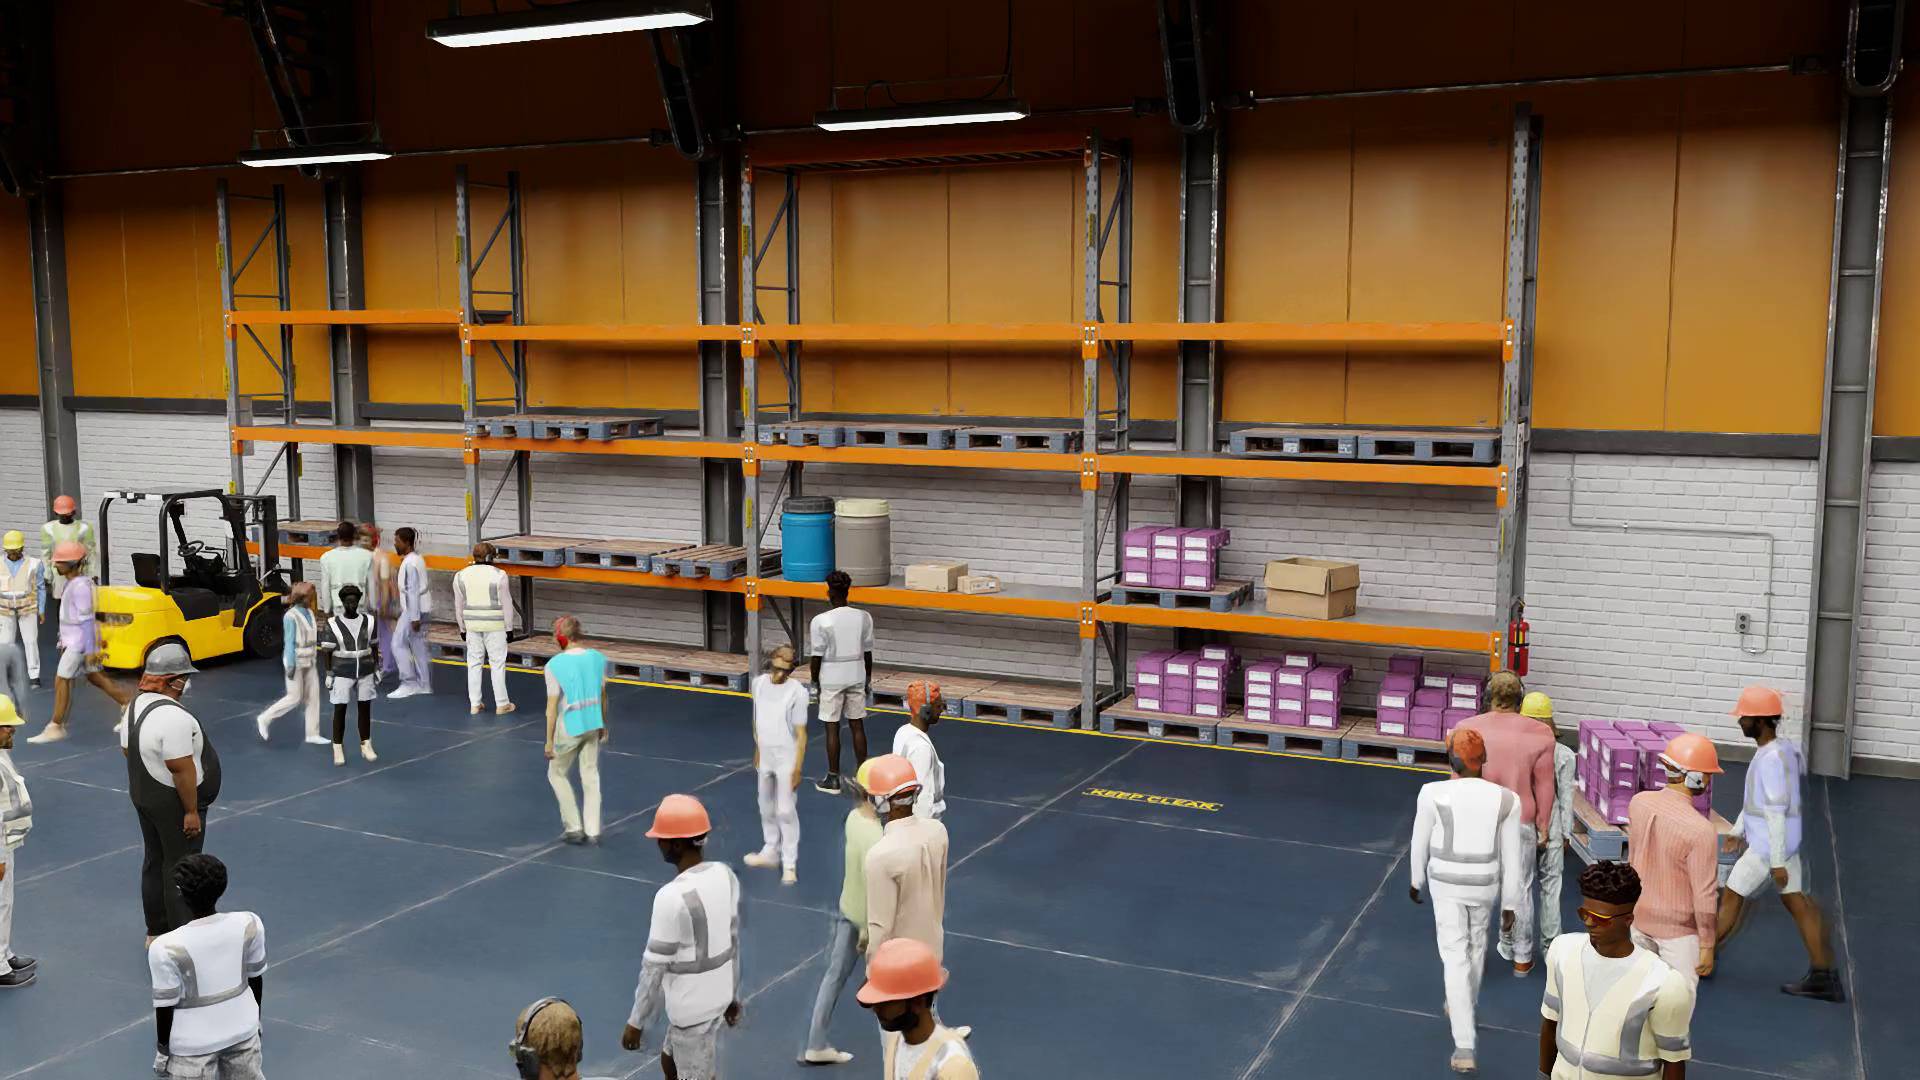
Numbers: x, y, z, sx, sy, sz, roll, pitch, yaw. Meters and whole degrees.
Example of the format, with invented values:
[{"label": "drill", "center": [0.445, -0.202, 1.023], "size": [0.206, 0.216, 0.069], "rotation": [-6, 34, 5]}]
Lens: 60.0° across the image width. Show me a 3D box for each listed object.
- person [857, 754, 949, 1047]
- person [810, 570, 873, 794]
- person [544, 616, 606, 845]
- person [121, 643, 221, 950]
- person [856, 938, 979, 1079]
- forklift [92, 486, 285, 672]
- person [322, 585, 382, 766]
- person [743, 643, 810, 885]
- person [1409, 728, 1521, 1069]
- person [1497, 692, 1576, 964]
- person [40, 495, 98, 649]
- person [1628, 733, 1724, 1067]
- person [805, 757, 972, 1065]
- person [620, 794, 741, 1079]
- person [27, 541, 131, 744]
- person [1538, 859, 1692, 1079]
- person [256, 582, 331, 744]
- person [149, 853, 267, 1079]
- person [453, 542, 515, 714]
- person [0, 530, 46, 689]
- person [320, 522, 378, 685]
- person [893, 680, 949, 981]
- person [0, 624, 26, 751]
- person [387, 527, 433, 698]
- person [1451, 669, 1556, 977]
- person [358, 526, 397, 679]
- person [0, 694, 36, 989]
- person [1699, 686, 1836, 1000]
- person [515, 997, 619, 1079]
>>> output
[{"label": "person", "center": [-0.288, 2.019, 8.088], "size": [0.392, 1.988, 0.609], "rotation": [4, 8, 32]}, {"label": "person", "center": [-1.042, 1.240, 14.642], "size": [0.606, 1.959, 0.367], "rotation": [-4, 8, -31]}, {"label": "person", "center": [-3.024, 1.498, 13.050], "size": [0.503, 1.828, 0.637], "rotation": [5, 9, 37]}, {"label": "person", "center": [-5.065, 1.668, 10.771], "size": [0.688, 2.000, 0.537], "rotation": [6, 9, 40]}, {"label": "person", "center": [-0.105, 2.331, 5.882], "size": [0.518, 1.909, 0.575], "rotation": [-4, 8, -28]}, {"label": "forklift", "center": [-9.426, 0.454, 20.179], "size": [1.214, 2.155, 2.313], "rotation": [3, 8, 26]}, {"label": "person", "center": [-5.695, 1.253, 15.599], "size": [0.540, 1.697, 0.317], "rotation": [-5, 9, -37]}, {"label": "person", "center": [-1.373, 1.614, 12.211], "size": [0.700, 1.802, 0.417], "rotation": [5, 9, 37]}, {"label": "person", "center": [2.824, 1.959, 9.271], "size": [0.559, 1.840, 0.971], "rotation": [0, 7, -2]}, {"label": "person", "center": [3.668, 1.835, 10.650], "size": [0.484, 1.737, 0.321], "rotation": [2, 7, 16]}, {"label": "person", "center": [-11.422, 0.411, 21.300], "size": [0.630, 2.013, 0.515], "rotation": [-2, 7, -18]}, {"label": "person", "center": [3.678, 1.966, 8.571], "size": [0.410, 1.980, 0.624], "rotation": [-2, 7, -16]}, {"label": "person", "center": [-0.433, 2.028, 9.116], "size": [0.931, 1.713, 0.528], "rotation": [-2, 7, -20]}, {"label": "person", "center": [-1.313, 2.113, 7.654], "size": [0.819, 1.908, 0.563], "rotation": [2, 7, 17]}, {"label": "person", "center": [-8.726, 0.994, 16.570], "size": [1.046, 2.007, 0.620], "rotation": [-4, 8, -30]}, {"label": "person", "center": [2.537, 2.215, 6.555], "size": [0.361, 1.964, 0.613], "rotation": [-5, 9, -37]}, {"label": "person", "center": [-6.532, 1.209, 16.289], "size": [0.638, 1.611, 0.528], "rotation": [1, 7, 6]}, {"label": "person", "center": [-3.369, 2.236, 7.483], "size": [0.318, 1.699, 0.535], "rotation": [5, 9, 36]}, {"label": "person", "center": [-5.028, 0.937, 17.661], "size": [0.621, 1.837, 0.429], "rotation": [1, 7, 7]}, {"label": "person", "center": [-10.706, 0.793, 18.884], "size": [0.586, 1.827, 0.404], "rotation": [-3, 8, -24]}, {"label": "person", "center": [-6.931, 0.753, 18.937], "size": [0.620, 1.907, 0.418], "rotation": [-3, 7, -22]}, {"label": "person", "center": [-0.256, 1.801, 10.351], "size": [0.360, 1.880, 0.575], "rotation": [-1, 7, -11]}, {"label": "person", "center": [-8.255, 1.425, 14.126], "size": [0.940, 1.715, 0.532], "rotation": [4, 8, 30]}, {"label": "person", "center": [-6.186, 0.799, 18.526], "size": [0.596, 1.900, 0.609], "rotation": [-1, 7, -10]}, {"label": "person", "center": [3.380, 1.763, 10.408], "size": [0.627, 1.940, 0.375], "rotation": [2, 7, 16]}, {"label": "person", "center": [-6.853, 0.735, 19.374], "size": [0.606, 1.814, 0.554], "rotation": [6, 9, 43]}, {"label": "person", "center": [-5.921, 1.846, 10.222], "size": [0.403, 1.819, 0.601], "rotation": [-4, 8, -32]}, {"label": "person", "center": [4.873, 1.824, 10.144], "size": [1.035, 1.873, 0.541], "rotation": [5, 9, 36]}, {"label": "person", "center": [-1.260, 2.394, 5.268], "size": [0.380, 1.928, 0.636], "rotation": [4, 8, 31]}]
